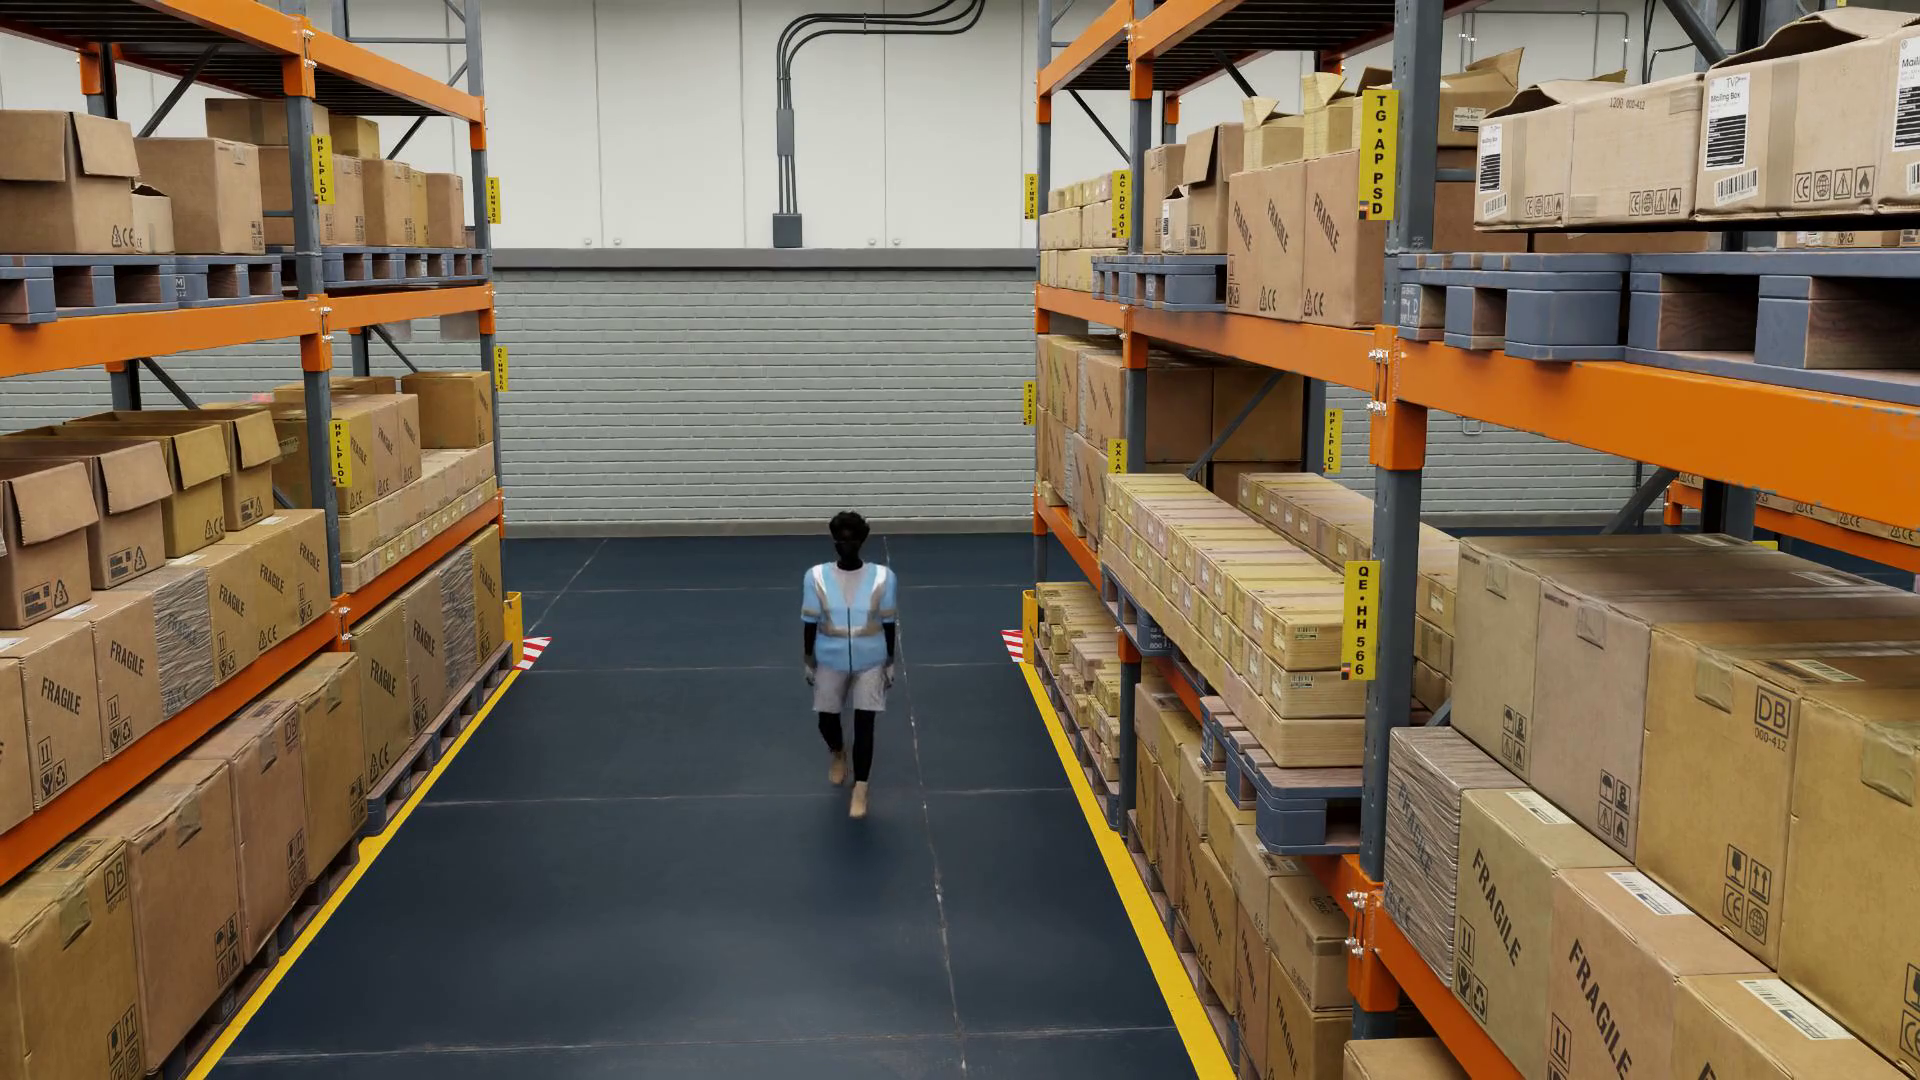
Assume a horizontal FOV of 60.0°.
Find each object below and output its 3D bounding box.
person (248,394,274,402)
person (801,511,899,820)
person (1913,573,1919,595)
[{"bbox_3d":[-5.805,-0.249,13.820,0.948,1.900,0.552,-3,10,-18],"label":"person"},{"bbox_3d":[-0.599,0.657,9.133,0.535,1.682,0.505,0,10,-1],"label":"person"},{"bbox_3d":[7.982,-0.165,13.233,0.971,1.946,0.667,5,11,26],"label":"person"}]
